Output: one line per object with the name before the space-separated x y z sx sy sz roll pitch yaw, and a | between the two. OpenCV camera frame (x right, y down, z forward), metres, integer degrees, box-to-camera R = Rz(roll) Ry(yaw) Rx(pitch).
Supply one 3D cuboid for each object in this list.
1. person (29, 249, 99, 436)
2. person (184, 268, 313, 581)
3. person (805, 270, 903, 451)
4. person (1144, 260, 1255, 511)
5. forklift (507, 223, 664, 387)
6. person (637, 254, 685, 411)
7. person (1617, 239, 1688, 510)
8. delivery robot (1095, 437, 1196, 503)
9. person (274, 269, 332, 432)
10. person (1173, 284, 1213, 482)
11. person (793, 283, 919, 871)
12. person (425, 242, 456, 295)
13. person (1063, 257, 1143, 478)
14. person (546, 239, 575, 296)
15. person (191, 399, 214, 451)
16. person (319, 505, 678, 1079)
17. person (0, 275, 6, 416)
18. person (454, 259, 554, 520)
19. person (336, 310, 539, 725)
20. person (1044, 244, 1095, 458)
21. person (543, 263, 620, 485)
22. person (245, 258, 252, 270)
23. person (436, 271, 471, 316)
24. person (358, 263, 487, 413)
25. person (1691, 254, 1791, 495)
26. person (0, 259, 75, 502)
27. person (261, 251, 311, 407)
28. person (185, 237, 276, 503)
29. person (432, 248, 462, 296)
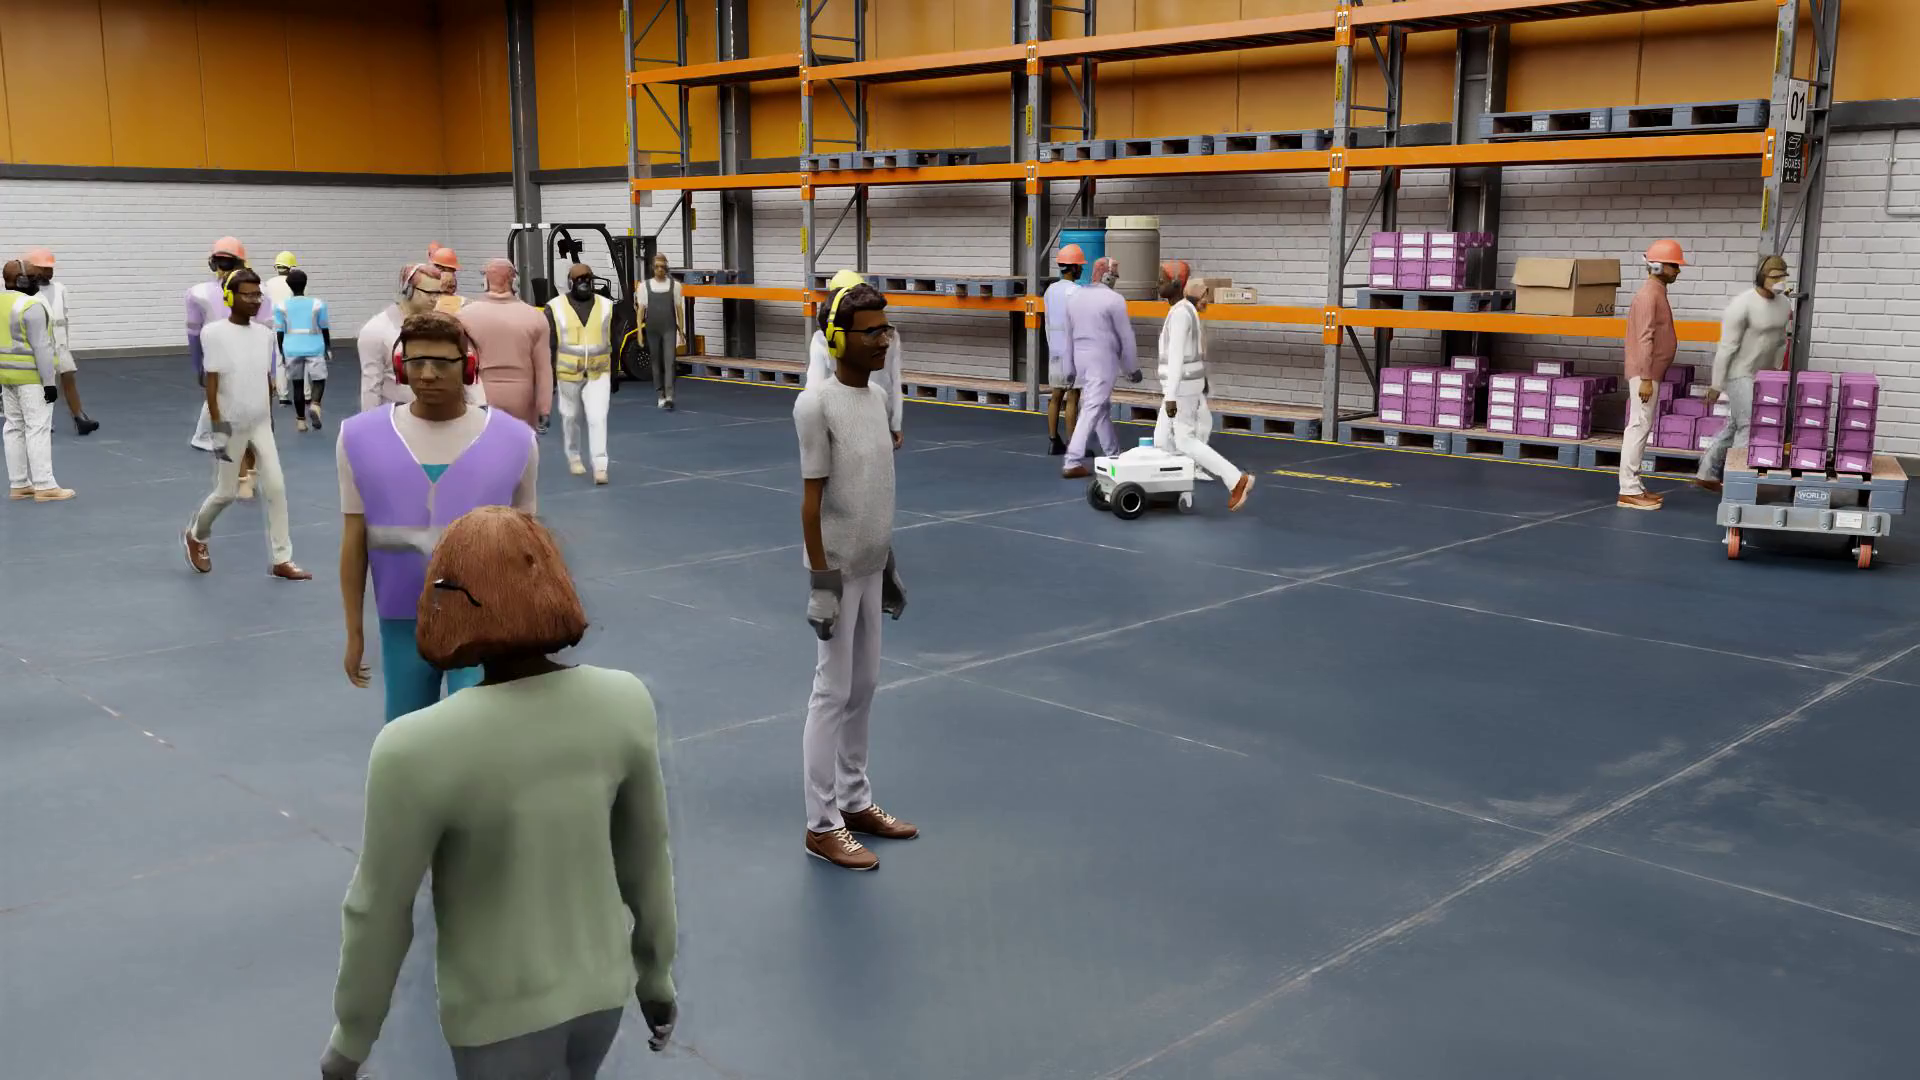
person | -9.183 -1.984 16.790 1.006 1.878 0.564 6 12 30
person | -4.272 -0.676 9.806 0.867 1.840 0.526 6 12 31
person | -0.652 -0.706 9.996 0.619 1.815 0.439 -6 12 -29
person | 1.696 -1.088 12.032 0.830 1.856 0.589 1 10 7
forklift | -5.316 -3.263 22.920 2.313 2.155 1.214 -10 14 -44
person | -3.474 -2.401 19.297 0.535 1.792 0.952 -2 11 -9
person | 5.148 -1.230 12.382 0.399 1.989 0.623 5 12 26
delivery robot | 1.351 -0.502 12.079 0.707 0.478 0.477 -4 11 -19
person | -6.722 -1.927 17.020 0.540 1.679 0.568 -3 11 -15
person | 1.955 -1.280 13.637 0.524 1.617 0.545 3 11 15
person | -0.334 0.111 5.402 0.329 1.873 0.514 5 11 24
person | -7.752 -3.450 24.677 0.561 1.936 0.515 -3 11 -14
person | 1.194 -1.458 14.082 0.989 1.841 0.627 -7 13 -35
person | -6.348 -3.869 26.844 0.613 1.965 0.361 1 10 4
person | -6.820 -1.725 15.443 0.883 1.881 0.602 4 11 22
person | -0.756 0.740 2.698 0.792 1.596 0.519 8 13 37
person | -10.868 -2.313 18.517 0.456 1.904 0.623 3 11 18
person | -2.999 -0.901 10.930 0.645 1.868 0.866 -3 11 -15
person | -1.528 0.222 4.966 0.569 1.821 0.792 -2 11 -10
person | 1.001 -1.719 15.198 0.356 1.938 0.545 -7 13 -35
person | -3.134 -1.387 13.785 0.637 1.800 0.971 -4 11 -19
person | -9.287 -2.800 21.624 0.297 1.745 0.484 5 12 26
person | -5.404 -2.021 17.653 0.515 1.641 0.314 -4 11 -23
person | -3.004 -0.631 9.489 0.928 1.857 0.638 9 14 39
person | 5.894 -1.215 12.632 0.648 1.892 0.747 -7 12 -33
person | -7.123 -1.214 12.717 0.633 1.839 0.429 5 12 27
person | -7.891 -2.475 19.608 0.590 1.833 0.403 1 10 3
person | -5.605 -1.312 12.799 0.597 1.995 0.904 -6 12 -30
person | -5.650 -2.216 18.043 0.930 1.878 0.567 -3 11 -16
